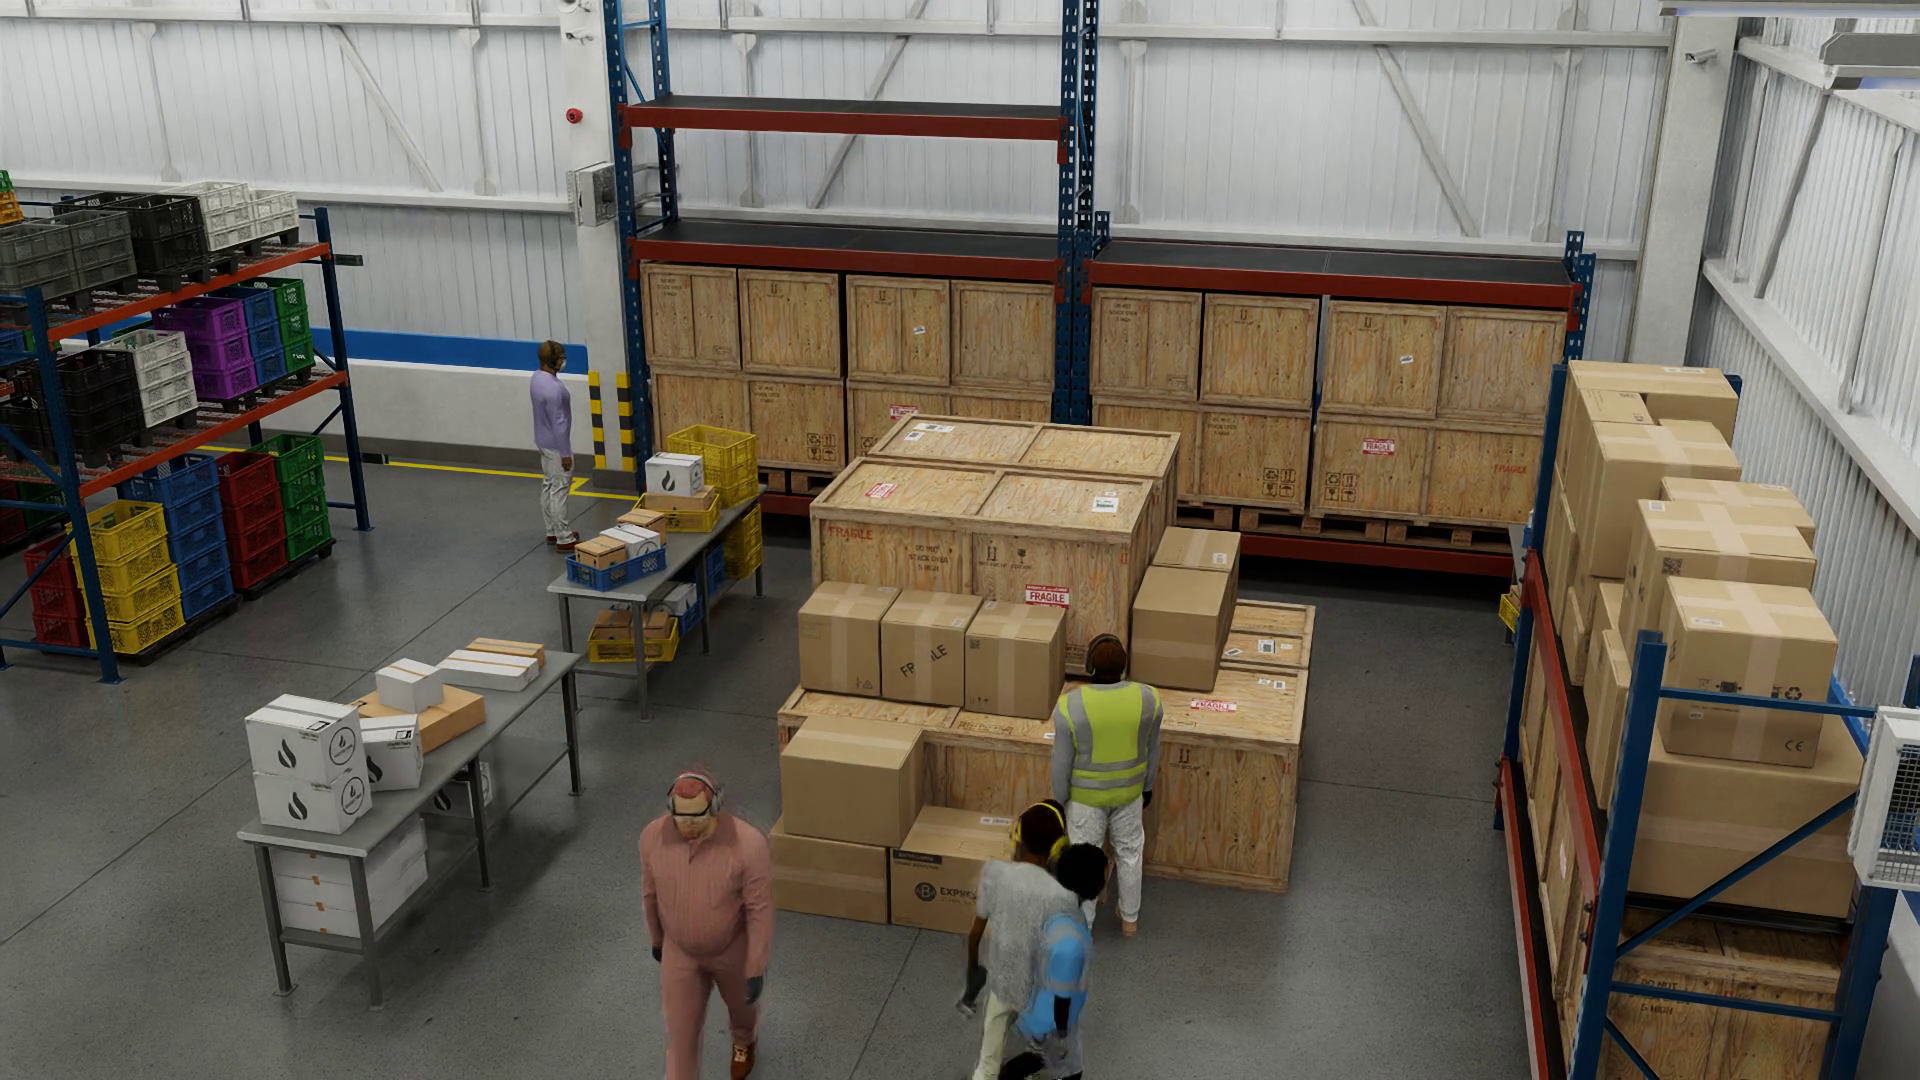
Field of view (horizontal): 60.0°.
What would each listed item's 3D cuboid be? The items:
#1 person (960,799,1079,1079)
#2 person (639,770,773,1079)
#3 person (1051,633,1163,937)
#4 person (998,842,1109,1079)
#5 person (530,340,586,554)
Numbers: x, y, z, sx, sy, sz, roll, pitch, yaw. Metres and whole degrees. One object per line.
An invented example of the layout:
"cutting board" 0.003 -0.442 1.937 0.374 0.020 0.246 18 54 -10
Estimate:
"person" 0.213 2.071 7.472 0.549 1.810 0.969 10 23 24
"person" -1.183 1.911 7.813 0.657 1.853 1.038 1 21 4
"person" 0.791 1.379 9.215 0.624 1.845 0.430 -5 21 -12
"person" 0.348 2.112 7.550 0.602 1.668 0.539 -1 21 -2
"person" -3.612 -0.840 14.888 0.373 1.939 0.628 -11 24 -27
